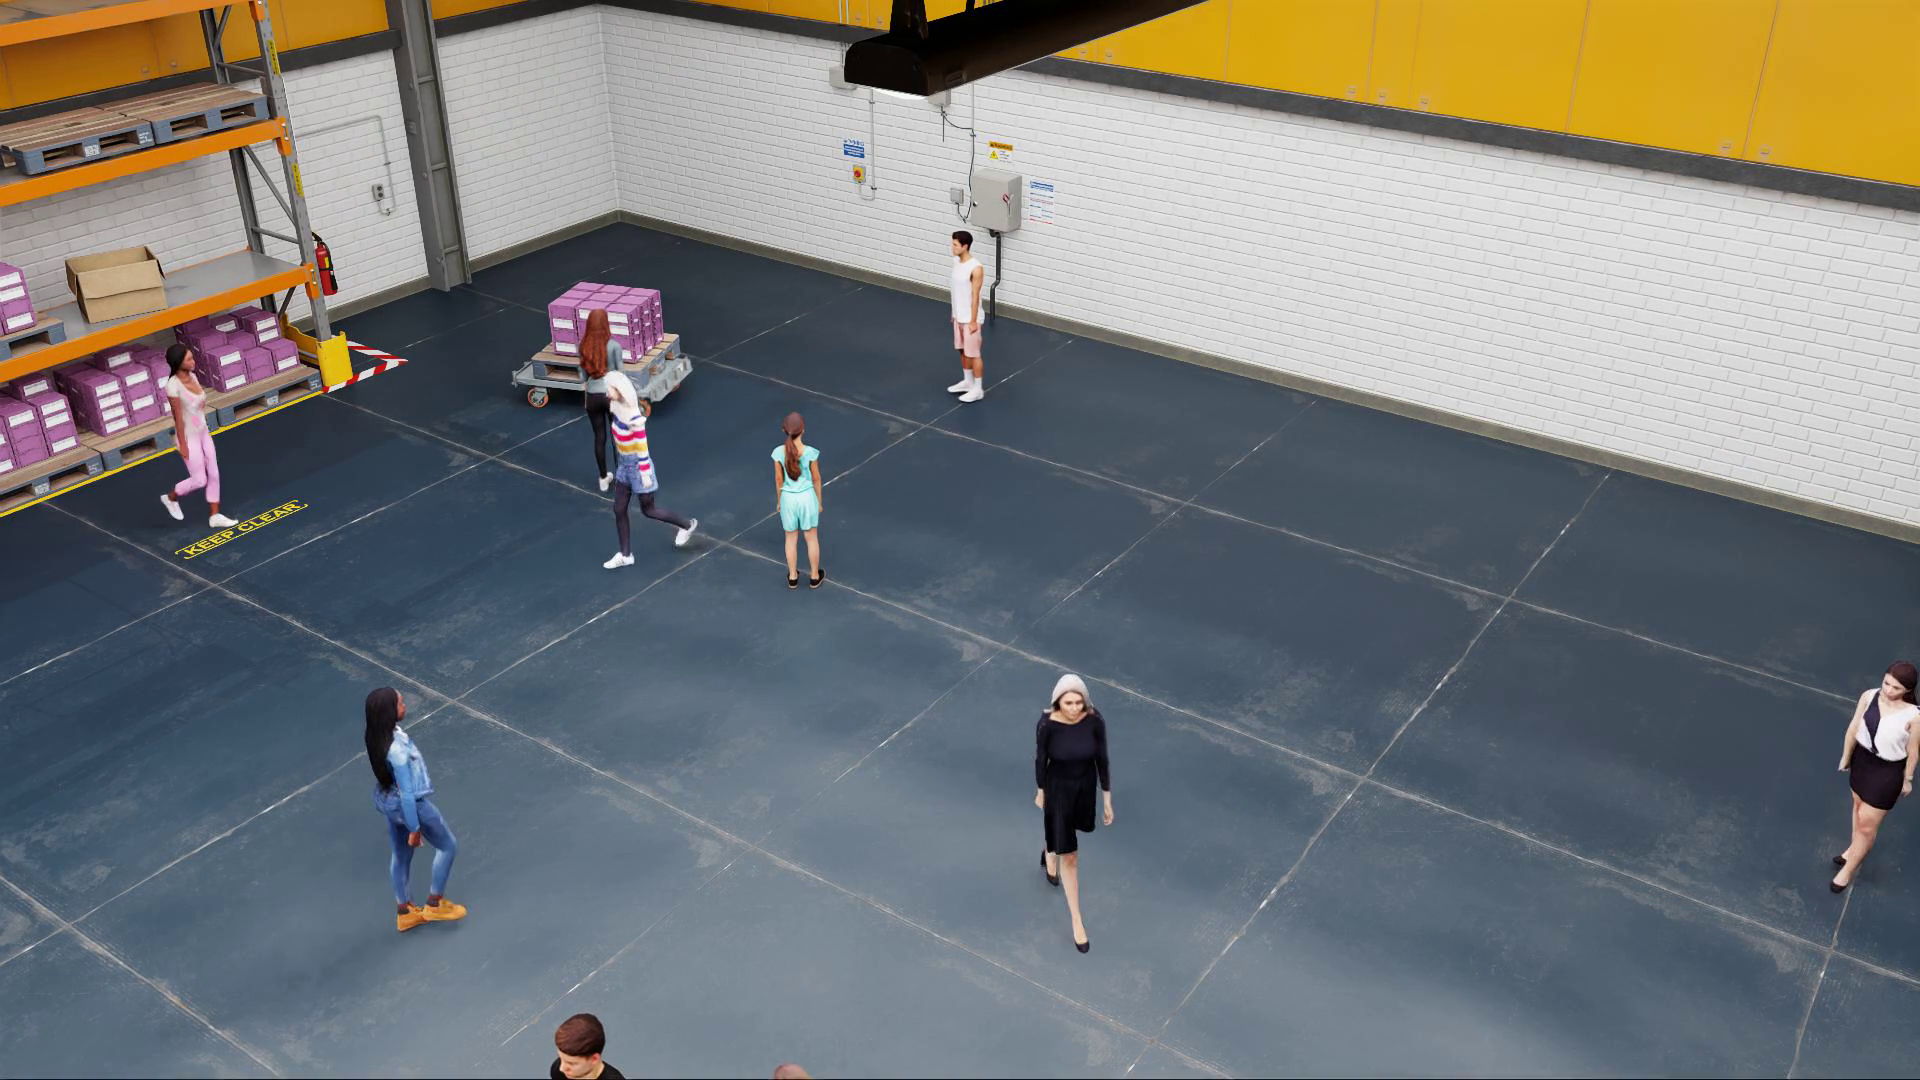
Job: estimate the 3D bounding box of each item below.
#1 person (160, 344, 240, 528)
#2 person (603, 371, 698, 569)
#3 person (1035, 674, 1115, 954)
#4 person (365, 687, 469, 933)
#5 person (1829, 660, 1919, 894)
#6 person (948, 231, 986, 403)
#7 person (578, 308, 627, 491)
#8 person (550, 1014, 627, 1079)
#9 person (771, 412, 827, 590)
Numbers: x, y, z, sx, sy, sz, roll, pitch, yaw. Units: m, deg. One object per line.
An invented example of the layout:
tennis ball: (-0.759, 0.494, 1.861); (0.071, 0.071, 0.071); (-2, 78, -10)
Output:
person: (-6.717, -0.871, 14.404); (0.876, 1.727, 0.894); (3, 29, 5)
person: (-2.618, -0.606, 13.874); (1.186, 1.769, 0.899); (-21, 35, -33)
person: (0.646, 1.520, 10.049); (1.119, 1.698, 1.127); (-7, 29, -12)
person: (-3.377, 1.634, 9.839); (0.701, 1.699, 0.671); (-23, 36, -36)
person: (5.701, 1.421, 10.304); (0.835, 1.629, 0.723); (-15, 32, -26)
person: (0.096, -2.298, 16.963); (0.720, 1.780, 0.725); (-15, 32, -25)
person: (-3.225, -1.266, 15.113); (0.645, 1.741, 0.665); (3, 29, 5)
person: (-1.569, 2.833, 7.474); (0.627, 1.860, 0.553); (19, 34, 30)
person: (-1.316, -0.327, 13.583); (0.644, 1.558, 0.683); (1, 29, 2)
